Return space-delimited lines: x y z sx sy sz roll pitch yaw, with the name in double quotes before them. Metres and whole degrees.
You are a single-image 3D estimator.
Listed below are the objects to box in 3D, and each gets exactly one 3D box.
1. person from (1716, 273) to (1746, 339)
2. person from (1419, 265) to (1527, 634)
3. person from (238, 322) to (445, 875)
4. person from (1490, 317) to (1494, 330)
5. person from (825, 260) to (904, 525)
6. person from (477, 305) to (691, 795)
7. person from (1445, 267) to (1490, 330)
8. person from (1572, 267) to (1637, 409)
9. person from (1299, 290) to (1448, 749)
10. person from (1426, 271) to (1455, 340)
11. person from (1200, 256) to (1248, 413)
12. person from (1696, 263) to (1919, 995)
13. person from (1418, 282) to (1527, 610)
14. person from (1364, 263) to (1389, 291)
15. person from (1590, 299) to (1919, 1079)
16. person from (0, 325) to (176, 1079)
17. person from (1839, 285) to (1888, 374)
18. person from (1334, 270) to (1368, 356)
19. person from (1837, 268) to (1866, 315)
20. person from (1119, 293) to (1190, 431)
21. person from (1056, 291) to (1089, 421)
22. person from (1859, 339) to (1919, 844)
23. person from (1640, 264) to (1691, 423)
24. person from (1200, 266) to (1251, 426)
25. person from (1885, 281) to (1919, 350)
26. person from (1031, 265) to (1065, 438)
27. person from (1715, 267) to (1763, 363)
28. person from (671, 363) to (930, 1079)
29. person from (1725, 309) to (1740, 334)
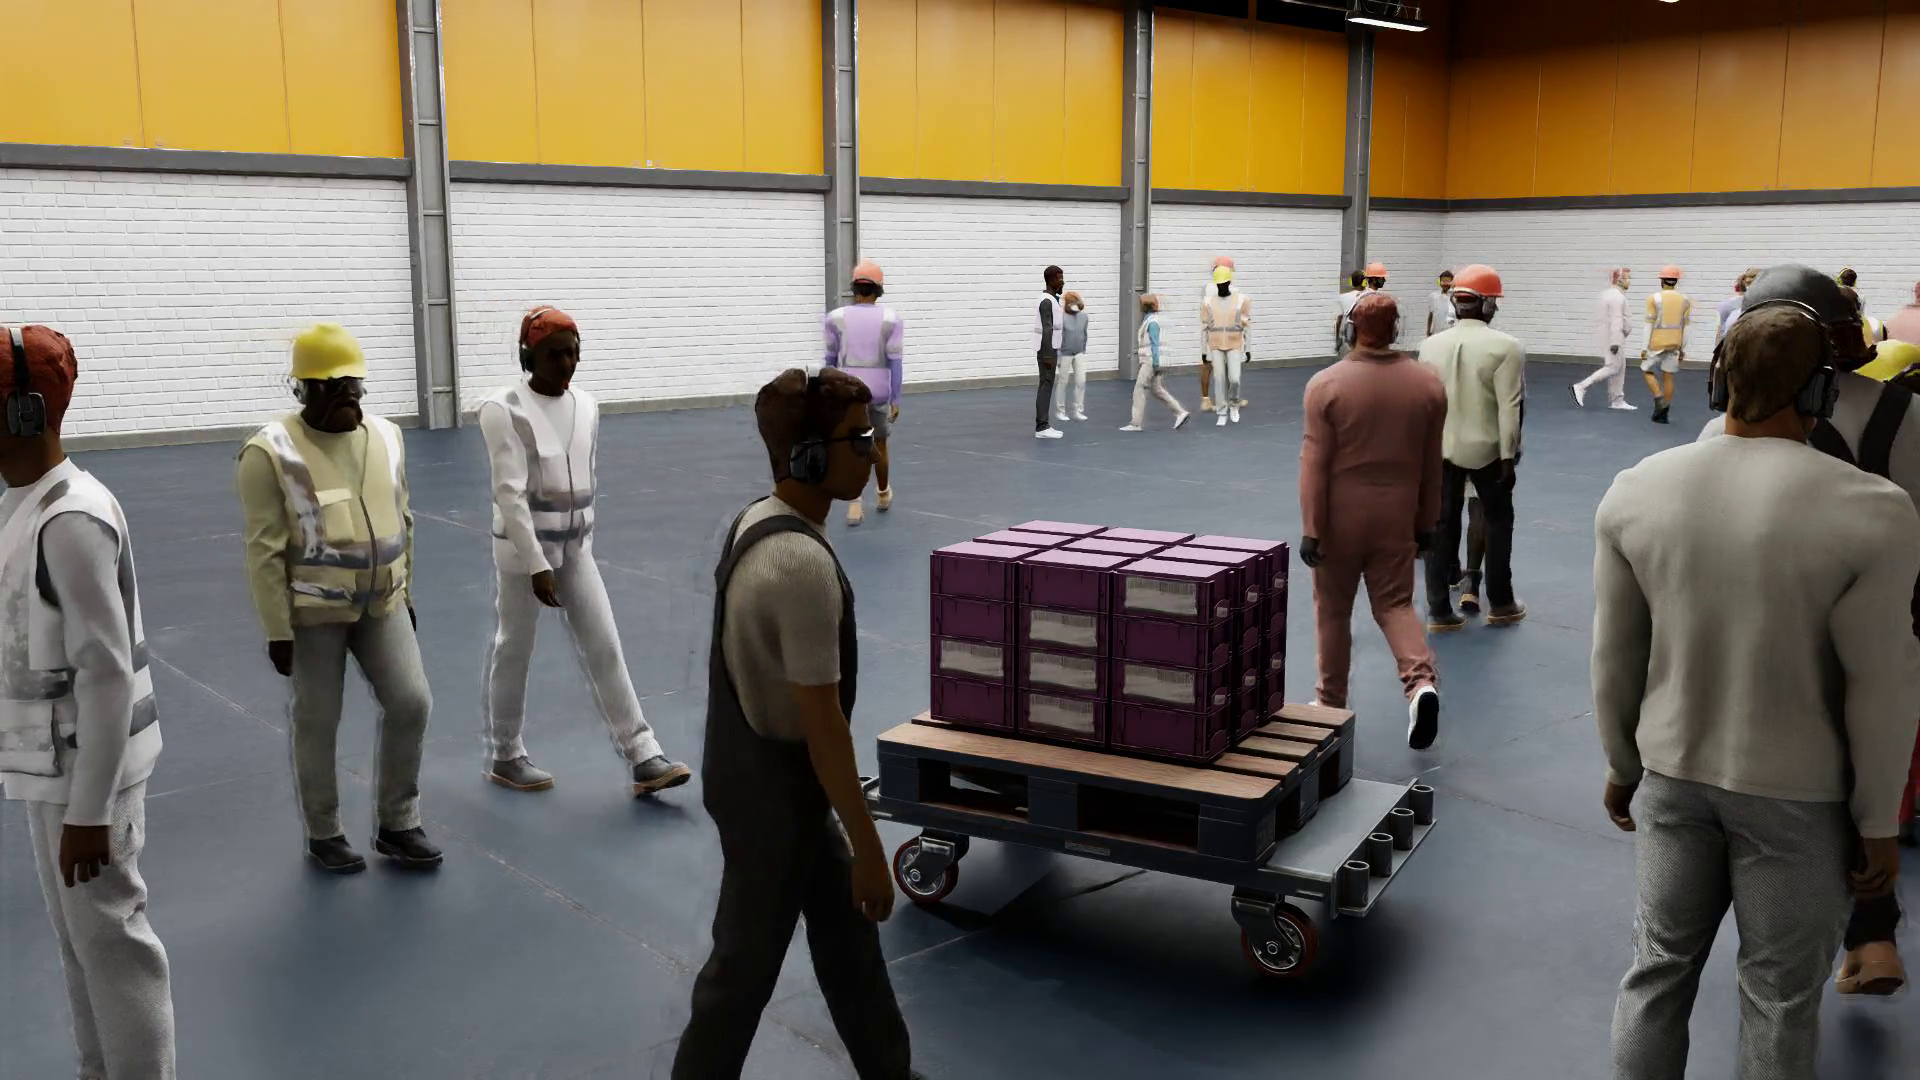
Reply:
"person" 8.951 -2.138 19.046 0.597 1.830 0.534 8 12 38
"person" 2.813 -0.494 9.027 0.849 1.964 0.654 -9 13 -44
"person" -1.951 0.213 5.359 0.618 1.809 0.616 8 12 38
"person" 8.386 -3.291 26.443 0.644 1.622 0.520 -1 10 -9
"person" -0.727 -1.142 12.801 0.616 1.988 1.065 0 10 2
"person" -1.434 0.074 6.114 0.945 1.839 0.563 7 12 35
"person" 6.718 -2.664 21.996 0.562 1.893 1.000 7 12 35
"person" 8.537 -2.644 21.904 0.759 1.884 0.650 3 10 16
"person" 1.719 -0.084 6.887 0.643 1.889 0.803 -2 10 -11
"person" 6.952 -2.939 23.816 0.544 1.817 1.002 3 10 19
"person" 3.438 -2.673 21.670 0.623 2.000 0.944 9 13 41
"person" 2.207 0.266 4.383 0.706 2.000 0.542 0 10 0
"person" 2.967 -0.577 9.717 0.605 1.919 1.034 4 10 22
"person" 5.205 -2.528 21.036 0.372 1.939 0.544 1 10 4
"person" 1.566 0.497 3.333 0.371 1.939 0.627 -8 13 -40
"person" -1.884 0.494 3.513 0.357 1.881 0.574 -7 12 -37
"person" 6.721 -1.034 12.686 0.670 1.806 0.572 1 10 8
"person" 5.187 -2.577 21.614 0.521 1.839 0.629 9 13 43
"person" 11.035 -2.457 20.821 0.521 1.873 0.335 -2 10 -10
"person" 2.274 -2.047 19.200 0.768 1.605 0.532 1 10 4
"person" 1.353 -2.234 20.302 0.515 1.594 0.660 -4 11 -24
"person" 3.277 0.174 5.806 0.568 1.729 0.505 1 10 7
"person" 8.525 -2.367 20.123 0.570 1.924 0.421 0 10 -2
"person" 3.150 -2.297 19.778 0.610 1.903 0.421 3 10 15
"person" 7.477 -1.125 13.049 0.556 1.866 0.675 -4 10 -22
"person" 0.981 -2.102 18.603 0.372 1.916 0.597 1 10 6
"person" 7.648 -1.681 16.133 0.659 1.916 0.666 7 12 37
"person" -0.248 0.550 3.408 0.906 1.800 0.528 -2 10 -12
"person" 6.589 -1.234 13.637 0.657 1.886 0.880 7 12 37
